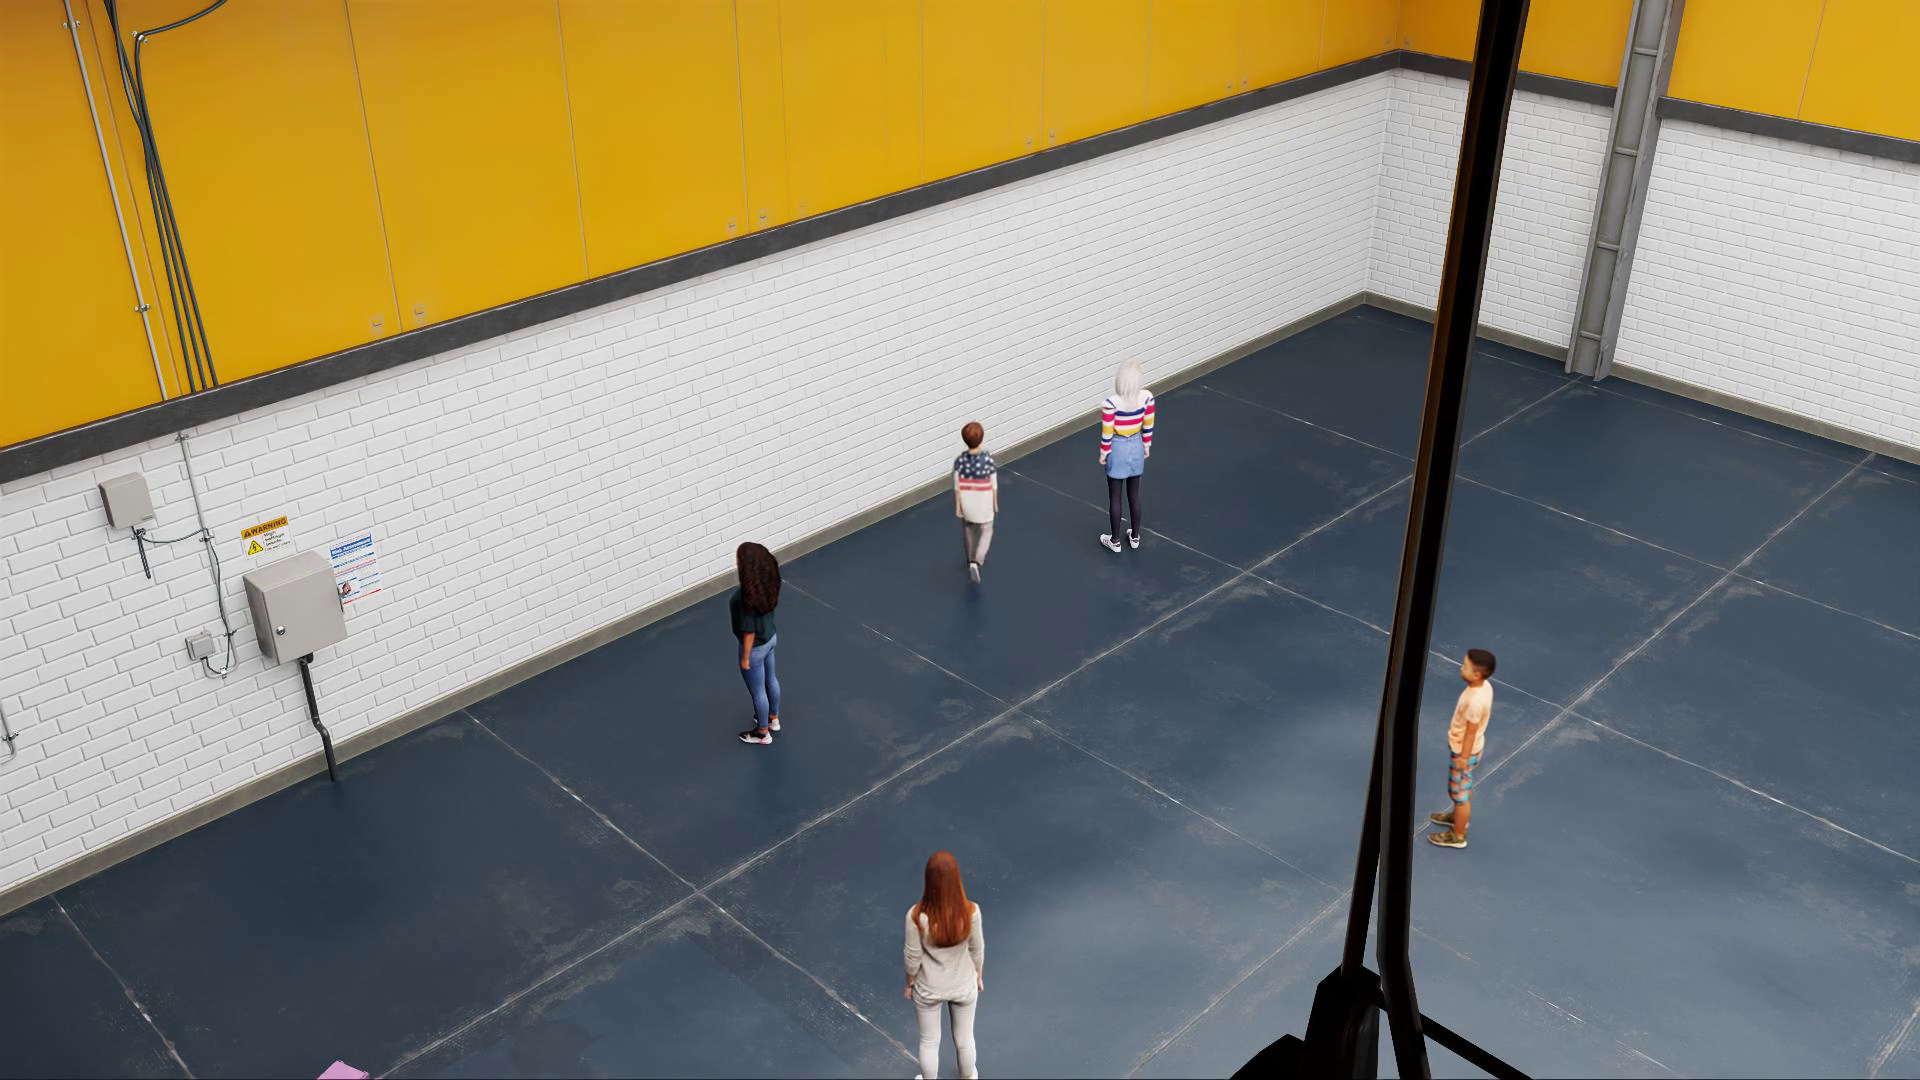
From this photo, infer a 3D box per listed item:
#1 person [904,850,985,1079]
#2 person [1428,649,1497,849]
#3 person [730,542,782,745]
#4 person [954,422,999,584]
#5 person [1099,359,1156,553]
[{"bbox_3d":[-0.079,2.376,8.906,0.687,1.713,0.725,-4,29,-8],"label":"person"},{"bbox_3d":[3.364,1.362,11.029,0.613,1.460,0.592,7,29,13],"label":"person"},{"bbox_3d":[-1.462,0.736,12.014,0.718,1.617,0.694,11,30,19],"label":"person"},{"bbox_3d":[0.130,-0.305,14.123,0.852,1.425,0.849,5,29,9],"label":"person"},{"bbox_3d":[1.448,-0.748,14.534,0.723,1.809,0.683,-10,30,-17],"label":"person"}]
